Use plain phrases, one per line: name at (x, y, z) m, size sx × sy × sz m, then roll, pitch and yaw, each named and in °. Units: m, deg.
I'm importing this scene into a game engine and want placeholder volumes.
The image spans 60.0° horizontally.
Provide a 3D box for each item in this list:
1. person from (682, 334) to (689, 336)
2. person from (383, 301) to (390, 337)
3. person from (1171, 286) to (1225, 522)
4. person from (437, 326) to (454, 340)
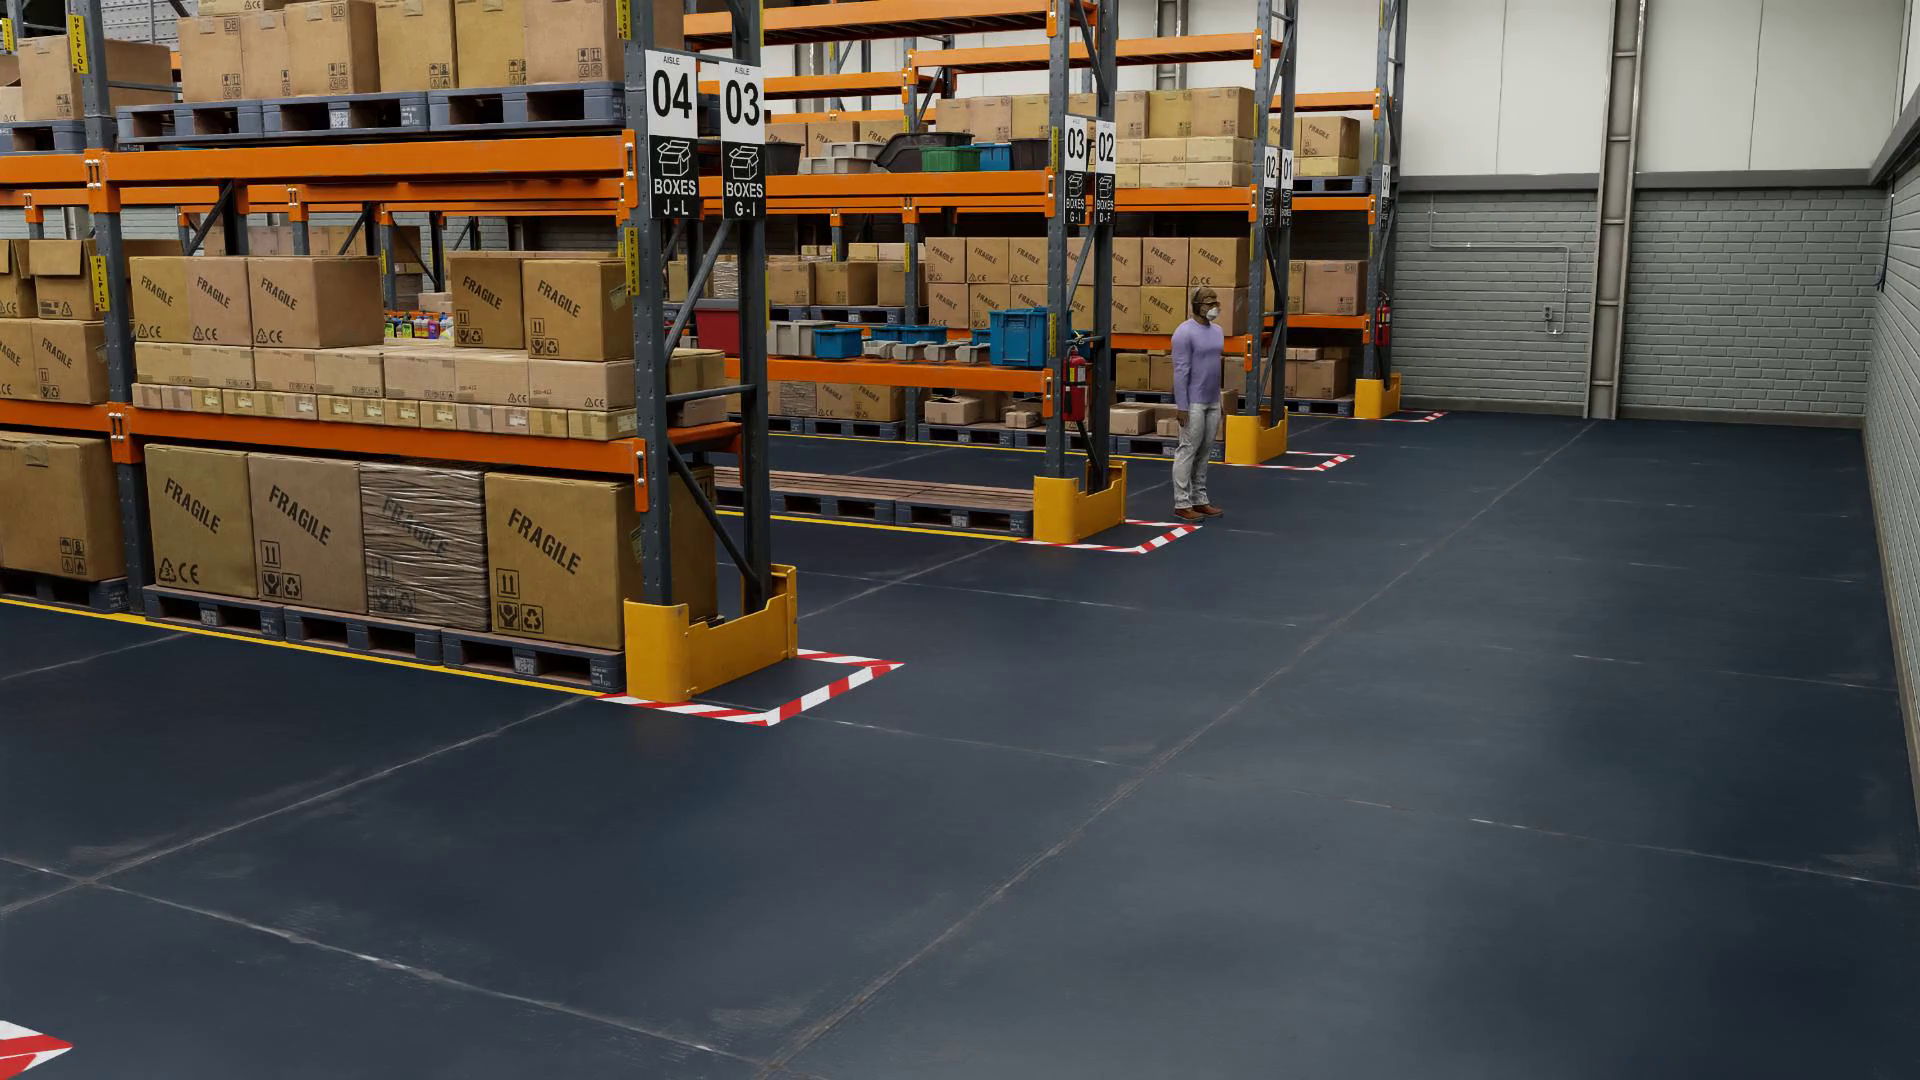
person at (-3.703, -2.712, 22.456) m, size 0.419 × 1.922 × 0.565 m, roll 5°, pitch 11°, yaw 25°
person at (-4.918, -1.098, 13.915) m, size 0.406 × 1.833 × 0.578 m, roll 3°, pitch 11°, yaw 15°
person at (1.983, -1.125, 13.756) m, size 0.357 × 1.938 × 0.638 m, roll 9°, pitch 14°, yaw 40°
person at (-4.114, -1.142, 14.116) m, size 0.430 × 1.843 × 0.625 m, roll 8°, pitch 13°, yaw 36°
